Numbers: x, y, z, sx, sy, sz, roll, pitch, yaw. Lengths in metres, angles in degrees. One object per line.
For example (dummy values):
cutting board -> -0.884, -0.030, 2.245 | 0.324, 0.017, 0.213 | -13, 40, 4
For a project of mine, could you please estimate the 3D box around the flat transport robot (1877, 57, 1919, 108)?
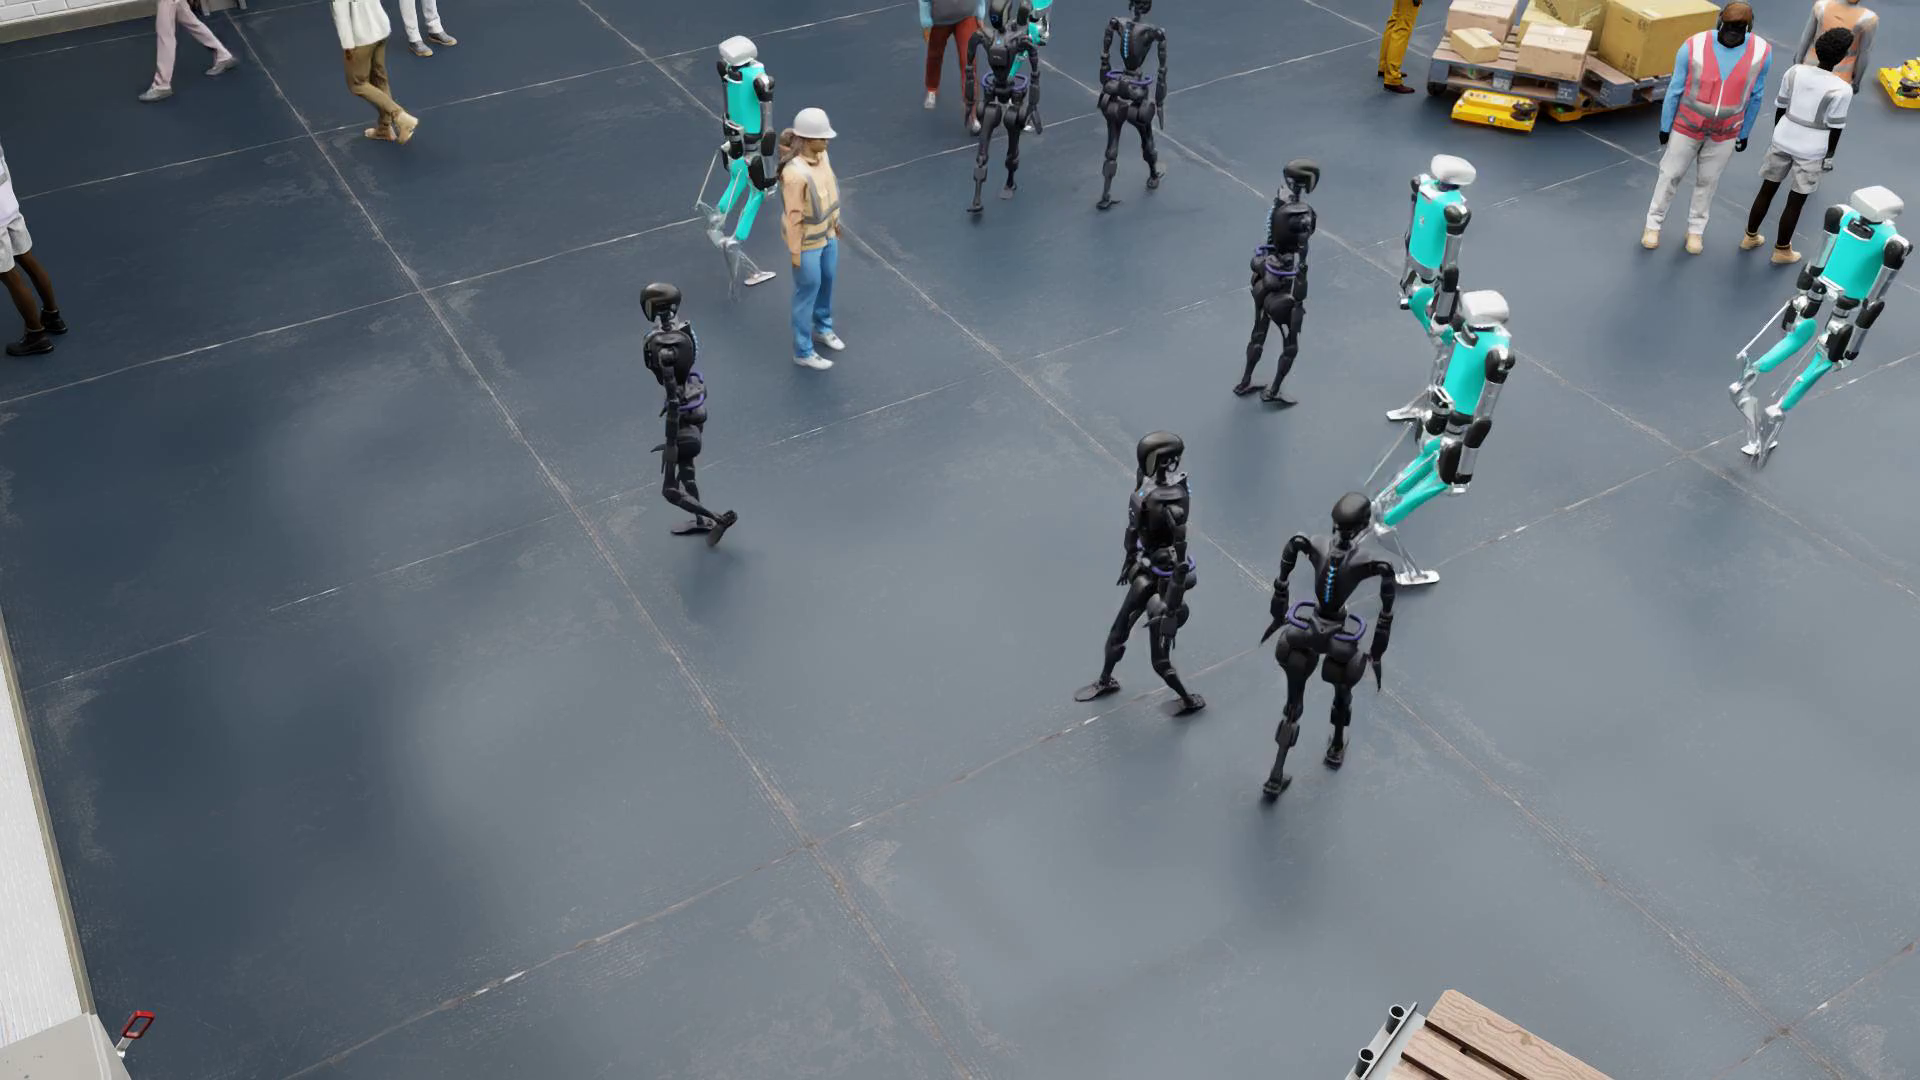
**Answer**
flat transport robot -> 8.665, -3.846, 14.145 | 1.431, 0.231, 0.659 | 6, 39, 8

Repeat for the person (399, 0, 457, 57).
person -> -4.811, -5.229, 14.592 | 0.355, 1.882, 0.573 | 22, 43, 26

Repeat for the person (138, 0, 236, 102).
person -> -6.697, -4.675, 13.959 | 0.586, 1.794, 0.964 | 28, 46, 31

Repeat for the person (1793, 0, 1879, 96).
person -> 6.579, -3.527, 12.641 | 0.331, 1.631, 0.522 | -29, 47, -31

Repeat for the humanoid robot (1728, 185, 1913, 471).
humanoid robot -> 4.828, -1.103, 9.600 | 0.706, 1.909, 0.545 | -16, 41, -19

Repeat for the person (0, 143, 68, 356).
person -> -6.183, -2.071, 10.571 | 0.364, 1.929, 0.541 | 1, 38, 2

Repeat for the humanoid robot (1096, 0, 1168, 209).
humanoid robot -> 1.287, -3.327, 12.385 | 0.584, 1.632, 0.737 | 22, 44, 26

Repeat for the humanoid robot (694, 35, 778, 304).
humanoid robot -> -1.595, -2.402, 11.230 | 0.749, 1.887, 0.530 | -28, 46, -31

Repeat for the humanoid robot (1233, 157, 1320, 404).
humanoid robot -> 1.959, -1.577, 10.147 | 0.367, 1.653, 0.585 | -8, 39, -10

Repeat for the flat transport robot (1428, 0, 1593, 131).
flat transport robot -> 4.675, -3.894, 14.206 | 0.659, 0.231, 1.431 | 16, 41, 19

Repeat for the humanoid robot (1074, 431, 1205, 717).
humanoid robot -> 0.912, 0.213, 7.923 | 0.614, 1.641, 0.615 | -11, 40, -13

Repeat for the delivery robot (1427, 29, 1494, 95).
delivery robot -> 4.404, -4.044, 14.144 | 0.741, 0.569, 0.503 | -29, 47, -32

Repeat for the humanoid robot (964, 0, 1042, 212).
humanoid robot -> 0.304, -3.179, 12.196 | 0.611, 1.630, 0.740 | 10, 39, 12

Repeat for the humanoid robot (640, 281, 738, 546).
humanoid robot -> -1.477, -0.684, 9.021 | 0.427, 1.642, 0.583 | -5, 39, -6

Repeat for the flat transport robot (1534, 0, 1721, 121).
flat transport robot -> 5.525, -3.875, 14.182 | 1.431, 0.231, 0.659 | -13, 40, -16

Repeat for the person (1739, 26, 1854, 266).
person -> 5.865, -2.740, 11.598 | 0.318, 1.697, 0.532 | -21, 43, -24

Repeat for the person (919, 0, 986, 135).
person -> -0.053, -4.189, 13.362 | 0.549, 1.775, 1.117 | -7, 39, -9

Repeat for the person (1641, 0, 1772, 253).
person -> 5.237, -2.893, 11.688 | 0.630, 1.837, 0.431 | 9, 39, 11

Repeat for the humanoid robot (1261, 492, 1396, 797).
humanoid robot -> 1.659, 0.466, 7.603 | 0.589, 1.645, 0.641 | 17, 41, 20

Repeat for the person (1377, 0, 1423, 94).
person -> 3.804, -4.663, 13.981 | 0.339, 1.751, 0.535 | 2, 38, 2

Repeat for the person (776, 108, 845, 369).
person -> -0.942, -1.923, 10.548 | 0.380, 1.720, 0.514 | 15, 41, 18

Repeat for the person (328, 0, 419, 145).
person -> -4.613, -3.912, 13.037 | 0.548, 1.757, 0.536 | 12, 40, 14

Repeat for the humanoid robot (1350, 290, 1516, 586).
humanoid robot -> 2.325, -0.416, 8.706 | 0.854, 1.868, 0.567 | -5, 39, -6

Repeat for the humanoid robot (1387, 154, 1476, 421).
humanoid robot -> 2.971, -1.441, 10.009 | 0.687, 1.886, 0.546 | -10, 39, -12

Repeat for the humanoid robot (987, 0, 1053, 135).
humanoid robot -> 0.414, -3.998, 13.243 | 0.771, 1.898, 0.549 | 18, 42, 22
